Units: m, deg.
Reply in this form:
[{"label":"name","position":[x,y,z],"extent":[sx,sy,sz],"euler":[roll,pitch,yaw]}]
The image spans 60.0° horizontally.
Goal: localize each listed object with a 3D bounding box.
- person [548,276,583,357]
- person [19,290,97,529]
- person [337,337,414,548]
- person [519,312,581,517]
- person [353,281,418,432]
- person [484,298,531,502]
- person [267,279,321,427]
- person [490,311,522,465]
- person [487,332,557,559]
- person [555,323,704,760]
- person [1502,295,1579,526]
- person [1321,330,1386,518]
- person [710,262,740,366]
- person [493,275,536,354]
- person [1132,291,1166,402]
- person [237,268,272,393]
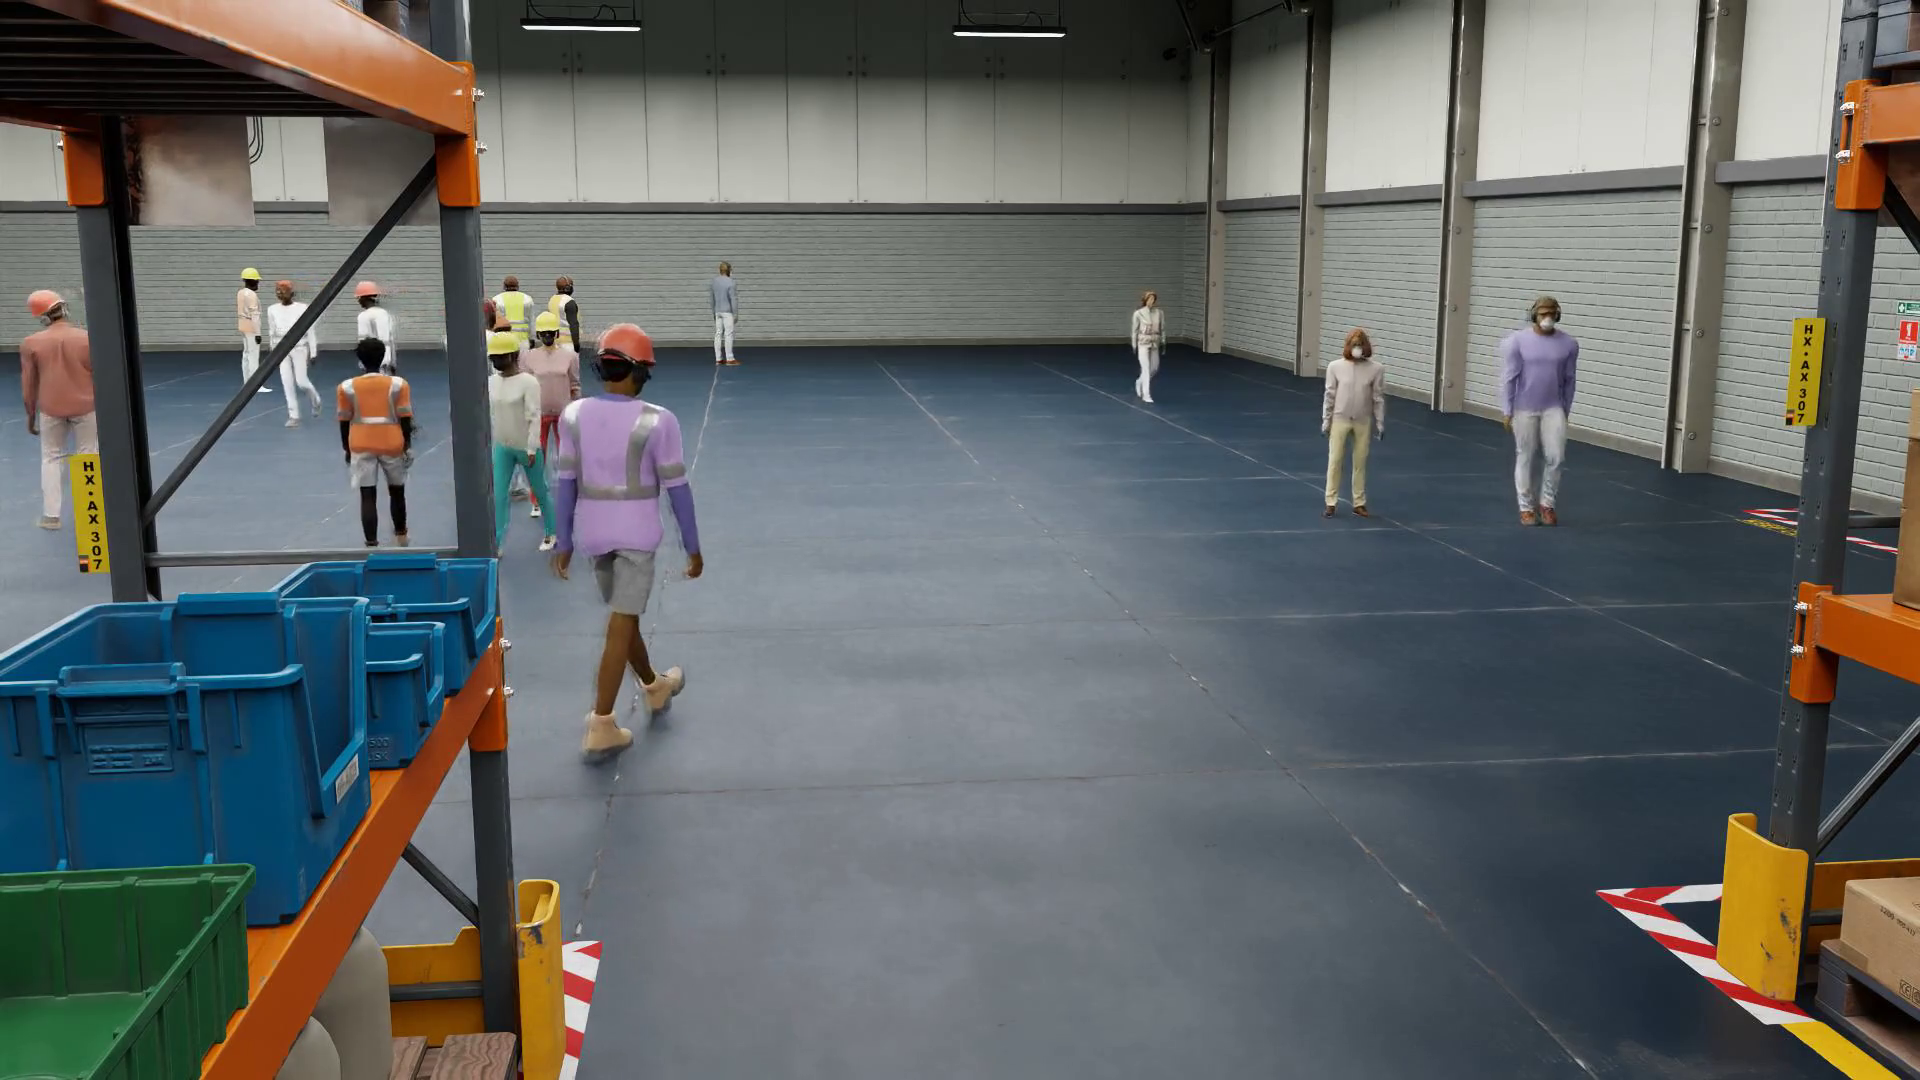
[{"label":"person","position":[-5.604,-2.839,23.773],"extent":[0.429,1.846,0.630],"euler":[-10,14,-42]},{"label":"person","position":[-7.356,-1.058,13.704],"extent":[0.704,1.961,0.389],"euler":[-4,11,-20]},{"label":"person","position":[-4.376,-0.689,12.498],"extent":[0.540,1.650,0.851],"euler":[-3,11,-15]},{"label":"person","position":[-3.520,-1.078,14.336],"extent":[0.534,1.767,0.317],"euler":[-4,11,-21]},{"label":"person","position":[-6.920,-2.146,19.882],"extent":[0.965,1.895,0.545],"euler":[3,11,15]},{"label":"person","position":[-4.199,-1.239,14.956],"extent":[0.601,1.850,0.845],"euler":[4,11,21]},{"label":"person","position":[-8.505,-2.397,21.284],"extent":[0.602,1.869,0.639],"euler":[1,10,6]},{"label":"person","position":[-4.796,-1.577,17.434],"extent":[0.286,1.633,0.498],"euler":[6,12,30]},{"label":"person","position":[-3.330,-0.708,12.482],"extent":[0.534,1.707,0.962],"euler":[4,11,20]},{"label":"person","position":[-1.529,-0.027,7.934],"extent":[0.641,1.988,1.023],"euler":[4,11,21]},{"label":"person","position":[4.799,-1.054,13.788],"extent":[0.636,1.921,0.526],"euler":[1,10,6]},{"label":"person","position":[3.360,-0.982,14.229],"extent":[0.559,1.614,0.451],"euler":[1,10,7]},{"label":"person","position":[-4.408,-4.238,31.182],"extent":[0.633,1.938,0.356],"euler":[7,13,35]},{"label":"person","position":[-6.583,-2.975,24.531],"extent":[0.636,1.840,0.429],"euler":[-5,11,-24]},{"label":"person","position":[2.733,-2.849,24.455],"extent":[0.523,1.622,0.634],"euler":[-5,11,-25]},{"label":"person","position":[-10.968,-3.245,25.770],"extent":[0.386,1.927,0.589],"euler":[-9,14,-41]}]
